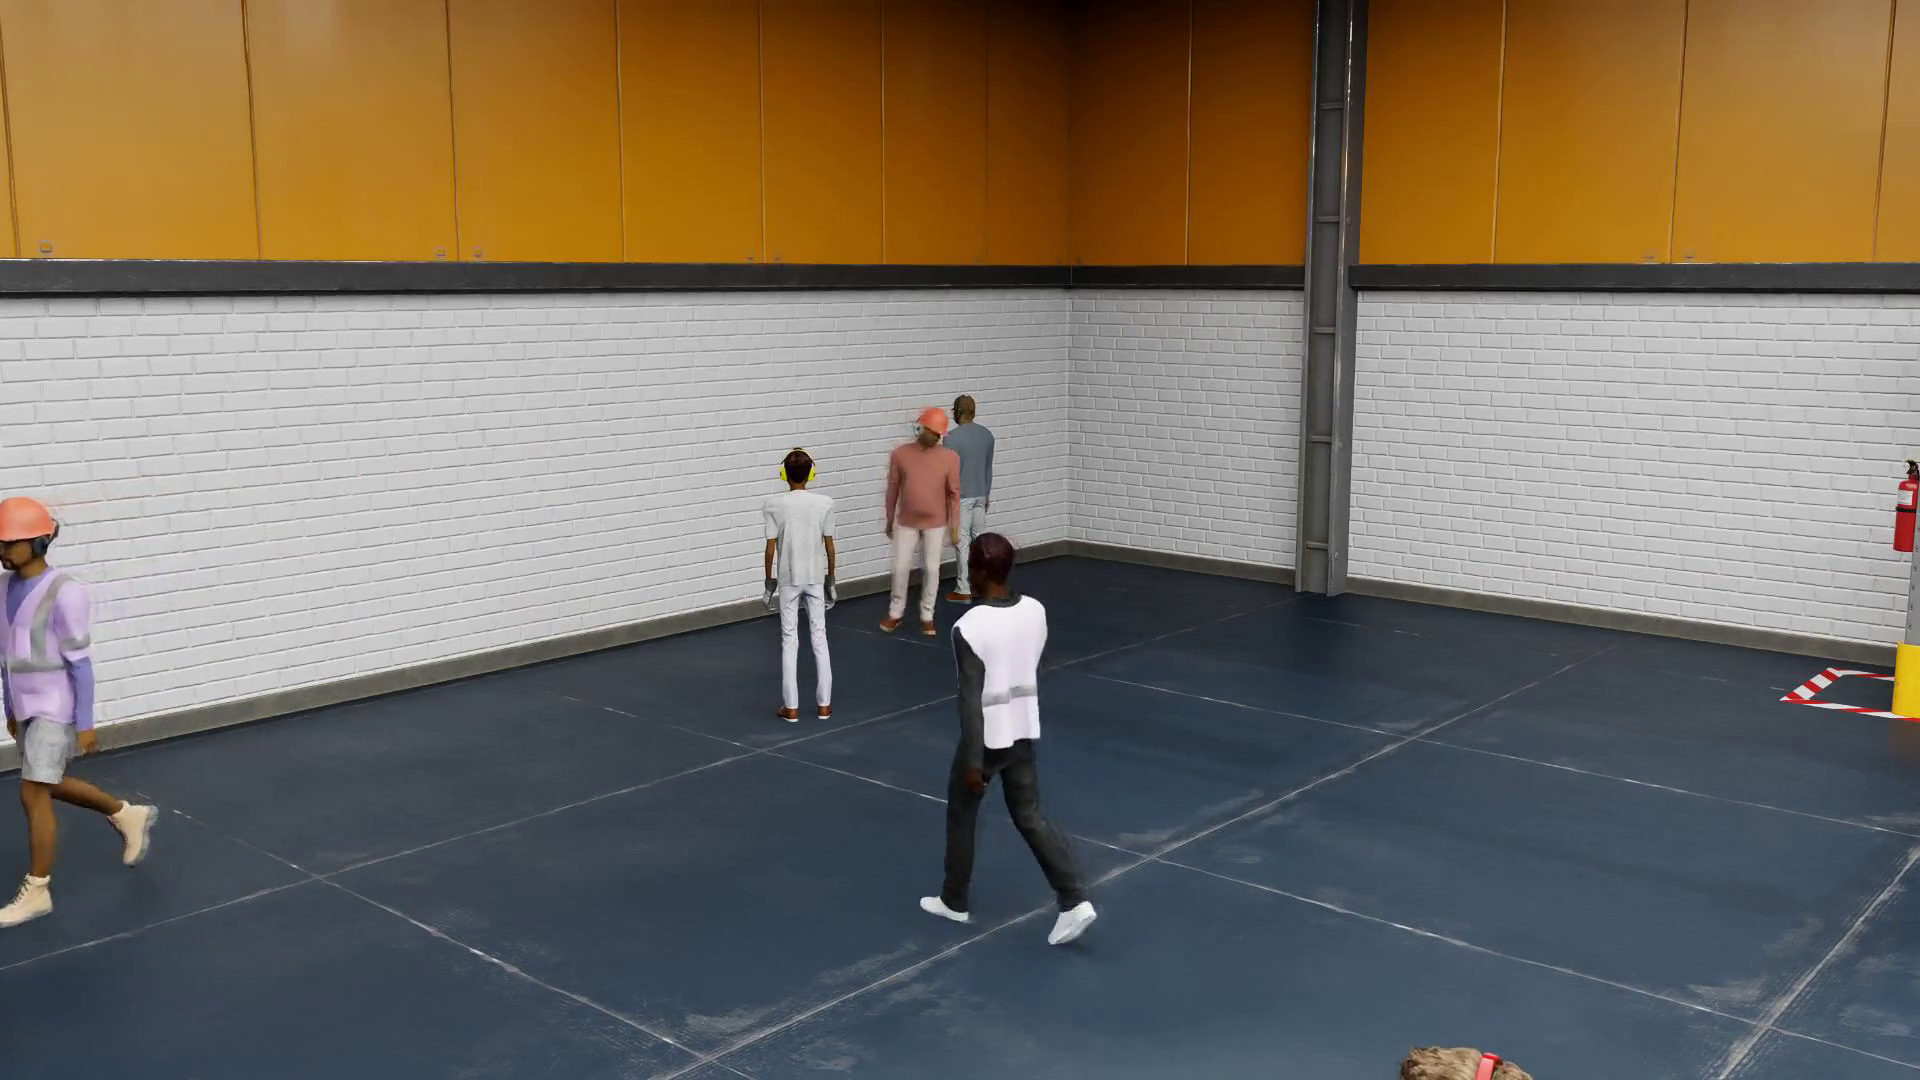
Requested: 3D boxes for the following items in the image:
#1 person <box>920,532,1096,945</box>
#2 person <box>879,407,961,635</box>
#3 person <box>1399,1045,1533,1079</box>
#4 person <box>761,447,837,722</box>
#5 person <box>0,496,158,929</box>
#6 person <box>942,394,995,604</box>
[{"bbox_3d":[0.211,0.897,7.584,0.595,1.889,0.940,-9,13,-44],"label":"person"},{"bbox_3d":[-0.311,-0.150,13.946,0.658,1.946,0.511,1,9,4],"label":"person"},{"bbox_3d":[0.836,1.699,2.655,0.395,1.847,0.564,3,10,20],"label":"person"},{"bbox_3d":[-1.098,0.305,11.332,0.521,1.873,0.336,-2,9,-13],"label":"person"},{"bbox_3d":[-4.316,0.769,7.993,0.617,2.016,0.890,5,10,30],"label":"person"},{"bbox_3d":[0.063,-0.379,15.416,0.352,1.937,0.635,8,12,41],"label":"person"}]
